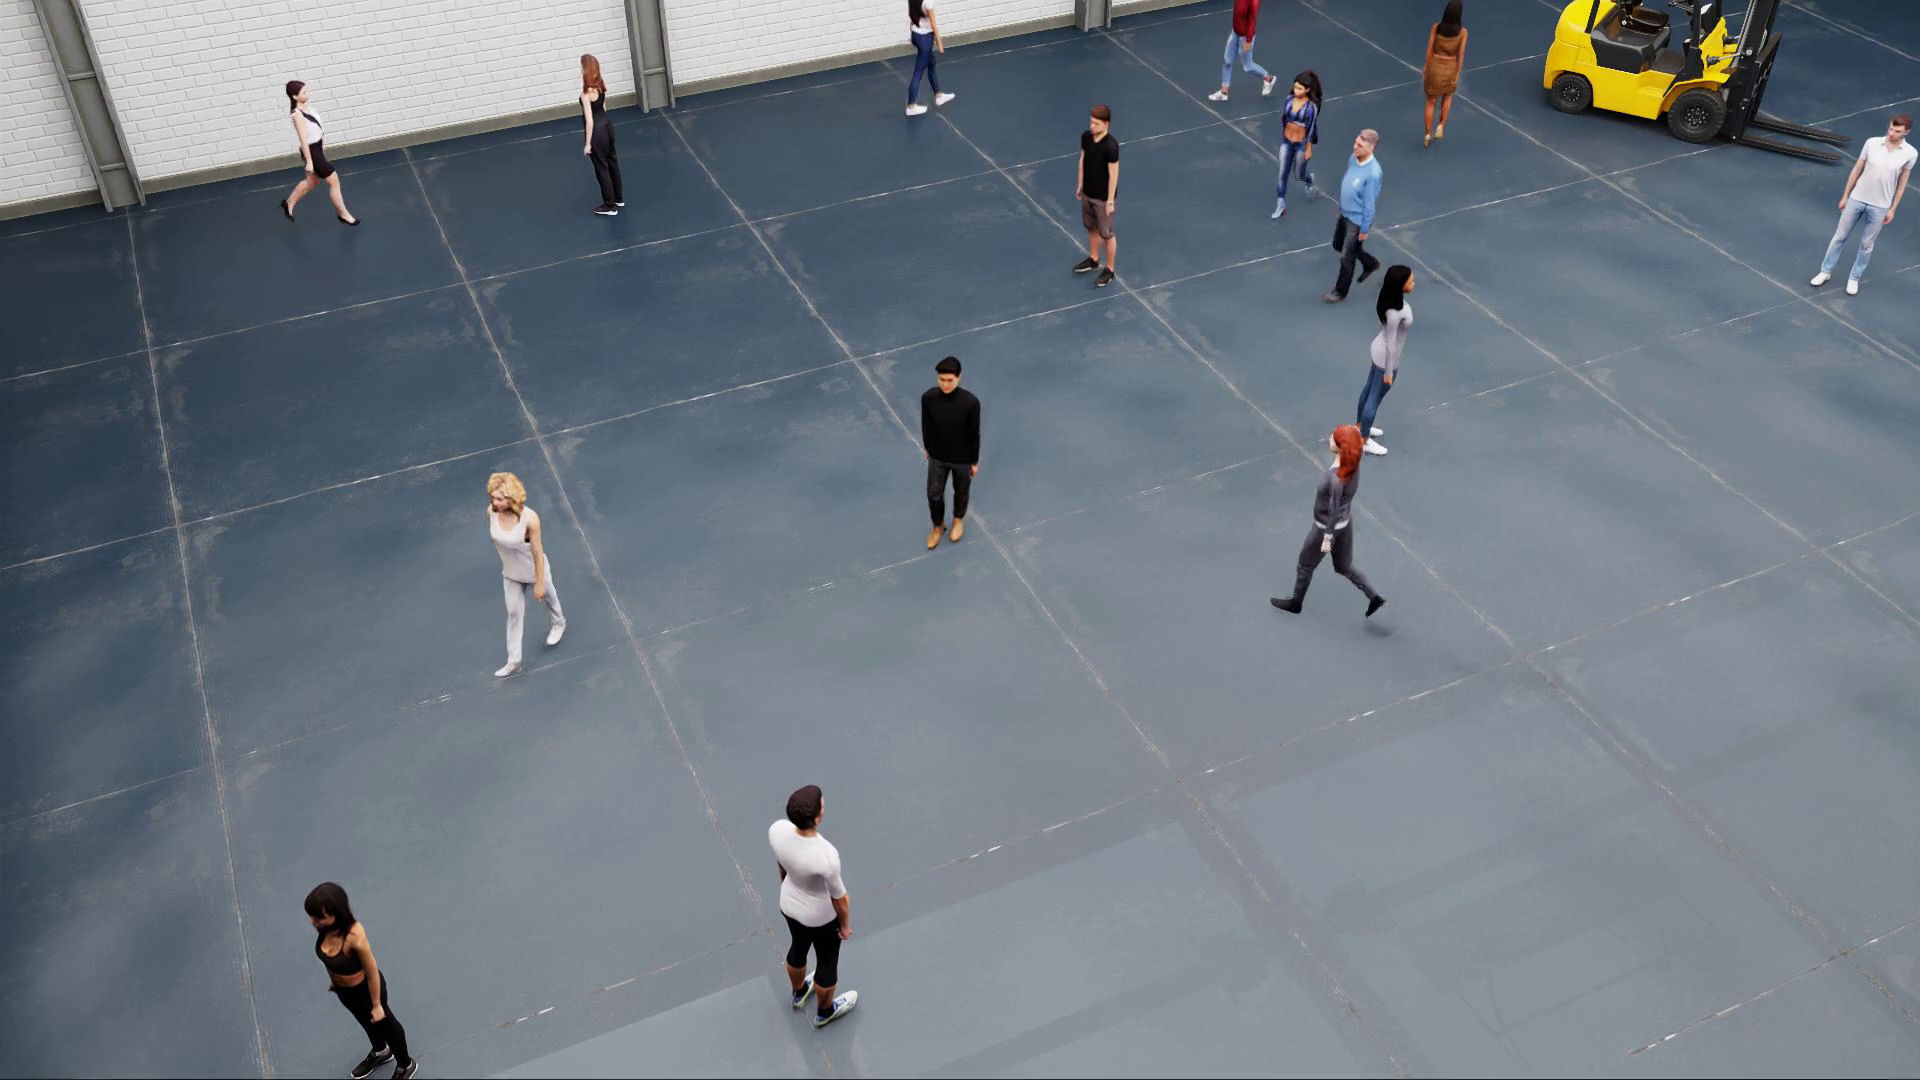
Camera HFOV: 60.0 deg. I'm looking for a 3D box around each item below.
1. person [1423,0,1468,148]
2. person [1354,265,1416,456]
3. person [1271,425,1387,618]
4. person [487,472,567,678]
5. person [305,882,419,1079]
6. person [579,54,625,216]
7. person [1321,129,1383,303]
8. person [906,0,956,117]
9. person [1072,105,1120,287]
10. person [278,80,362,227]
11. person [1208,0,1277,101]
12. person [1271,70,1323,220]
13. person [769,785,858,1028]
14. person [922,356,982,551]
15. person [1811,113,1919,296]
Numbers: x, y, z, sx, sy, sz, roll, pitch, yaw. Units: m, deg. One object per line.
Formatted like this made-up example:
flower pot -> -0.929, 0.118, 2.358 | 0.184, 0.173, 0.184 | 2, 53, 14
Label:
person -> 5.415, -5.231, 18.754 | 0.712, 1.675, 0.772 | 10, 40, 12
person -> 3.585, -1.551, 14.099 | 0.704, 1.734, 0.692 | 5, 39, 6
person -> 2.813, -0.077, 12.234 | 1.072, 1.758, 1.066 | 16, 41, 19
person -> -3.086, 0.159, 12.041 | 1.032, 1.630, 1.088 | 12, 40, 15
person -> -3.305, 2.448, 9.164 | 0.625, 1.644, 0.645 | 21, 43, 25
person -> -3.783, -4.275, 17.499 | 0.716, 1.747, 0.663 | 11, 40, 14
person -> 3.885, -3.146, 16.039 | 0.923, 1.806, 0.751 | -10, 40, -12
person -> -0.519, -5.779, 19.379 | 0.887, 1.752, 0.621 | -17, 42, -20
person -> 1.384, -3.420, 16.343 | 0.638, 1.853, 0.706 | -24, 45, -27
person -> -6.764, -3.954, 17.196 | 1.087, 1.624, 0.745 | -6, 39, -8
person -> 3.434, -5.985, 19.755 | 1.087, 1.605, 0.718 | -10, 40, -12
person -> 3.569, -4.169, 17.480 | 0.832, 1.605, 0.997 | 29, 47, 31
person -> -0.856, 2.080, 9.461 | 0.740, 1.848, 0.742 | 24, 44, 27
person -> -0.048, -0.743, 13.107 | 0.795, 1.710, 0.864 | 7, 39, 9
person -> 8.860, -3.298, 16.190 | 0.730, 1.855, 0.725 | 24, 44, 27
